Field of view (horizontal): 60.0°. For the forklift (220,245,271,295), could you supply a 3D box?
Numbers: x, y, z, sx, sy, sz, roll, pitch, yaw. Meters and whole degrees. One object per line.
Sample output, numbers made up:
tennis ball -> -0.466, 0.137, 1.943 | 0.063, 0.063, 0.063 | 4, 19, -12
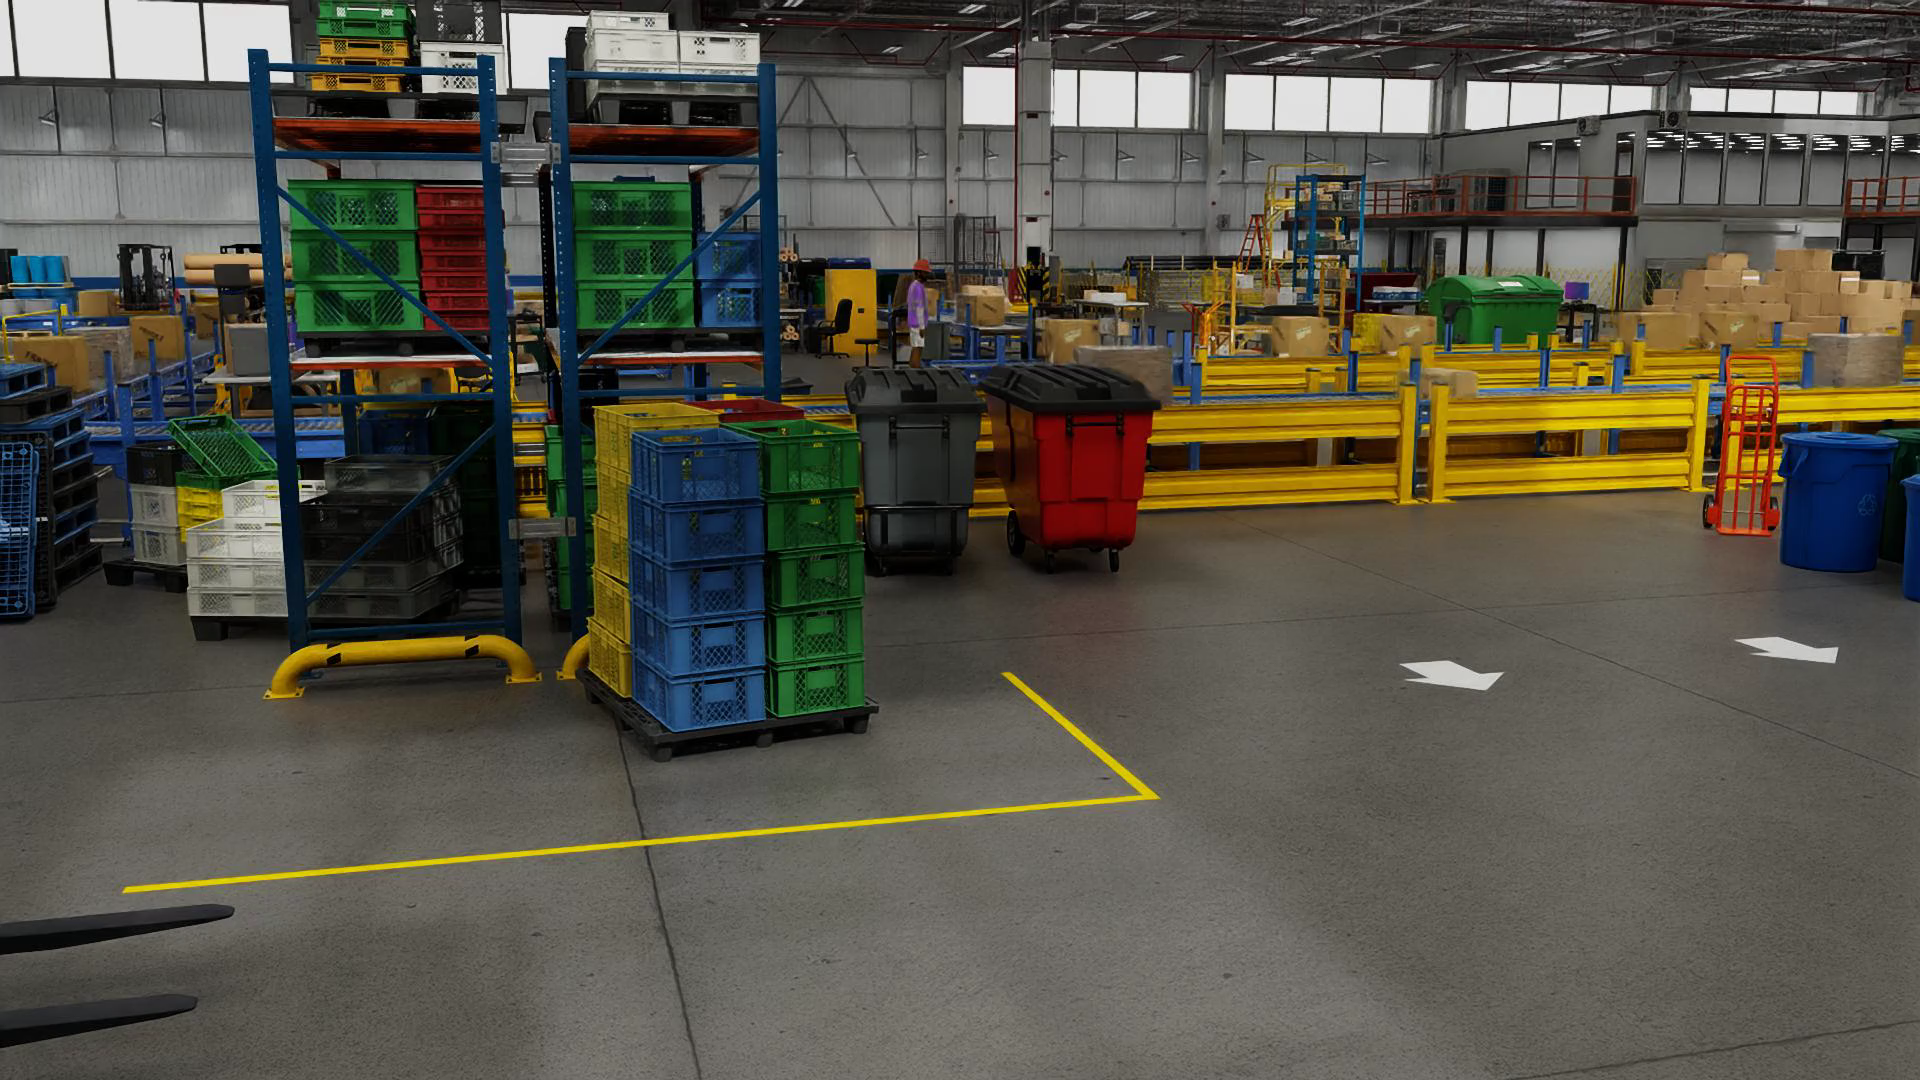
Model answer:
forklift -> -17.749, -6.334, 41.440 | 1.157, 1.987, 2.680 | -3, 10, -17

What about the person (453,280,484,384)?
person -> -7.664, -3.318, 25.566 | 0.667, 1.885, 0.533 | 6, 12, 32

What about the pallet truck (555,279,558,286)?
pallet truck -> -10.604, -6.375, 44.520 | 0.653, 1.274, 1.630 | -3, 10, -15

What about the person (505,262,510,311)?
person -> -10.803, -5.725, 39.528 | 0.328, 1.767, 0.532 | -7, 12, -35

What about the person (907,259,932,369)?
person -> -0.595, -3.206, 24.793 | 0.376, 1.932, 0.543 | -2, 10, -9

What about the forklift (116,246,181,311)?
forklift -> -19.966, -6.232, 40.894 | 1.157, 1.987, 2.680 | -3, 10, -15
